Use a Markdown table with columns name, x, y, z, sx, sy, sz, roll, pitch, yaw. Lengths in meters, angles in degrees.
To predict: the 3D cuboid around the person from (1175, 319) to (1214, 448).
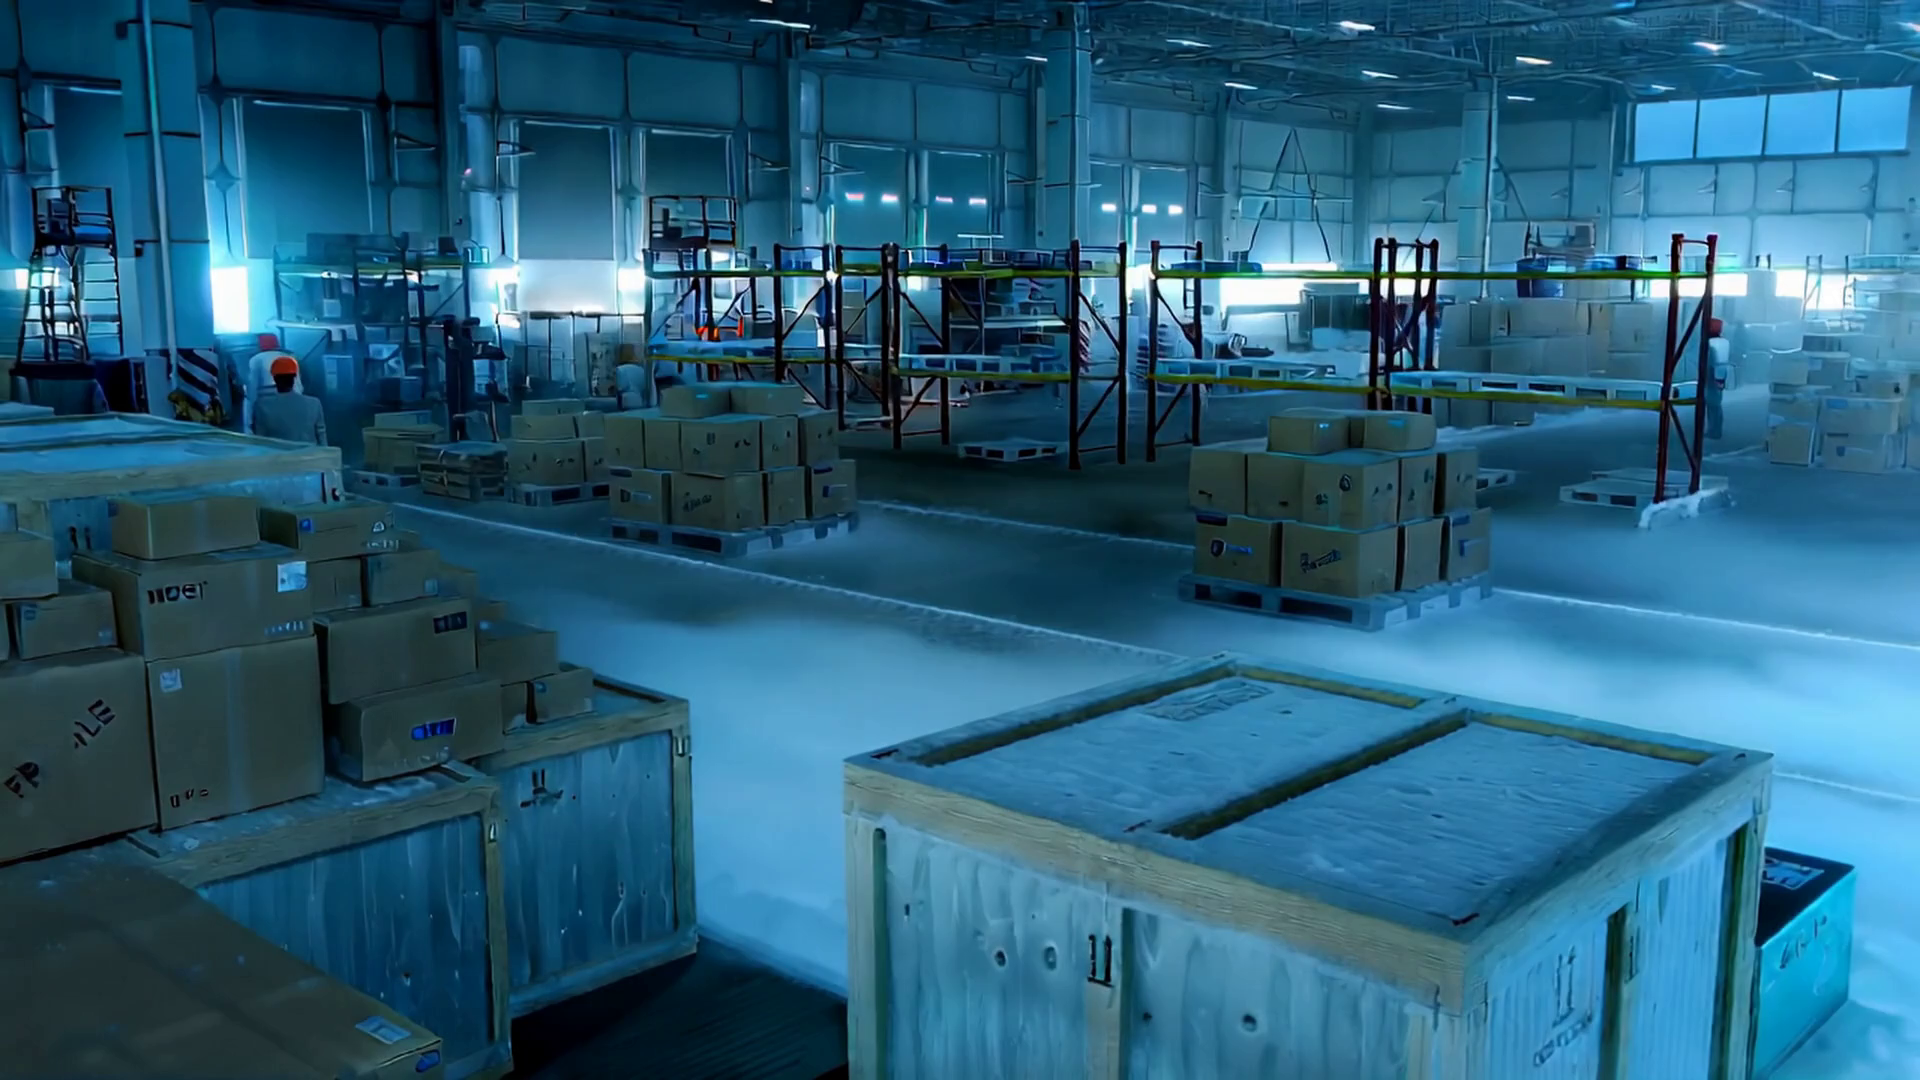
| name | x | y | z | sx | sy | sz | roll | pitch | yaw |
| --- | --- | --- | --- | --- | --- | --- | --- | --- | --- |
| person | 3.491 | -2.322 | 24.685 | 0.650 | 1.927 | 0.606 | -3 | 10 | -19 |

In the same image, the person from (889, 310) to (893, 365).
| name | x | y | z | sx | sy | sz | roll | pitch | yaw |
| --- | --- | --- | --- | --- | --- | --- | --- | --- | --- |
| person | -1.715 | -5.256 | 43.593 | 0.315 | 1.634 | 0.516 | 3 | 10 | 19 |

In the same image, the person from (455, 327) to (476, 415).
| name | x | y | z | sx | sy | sz | roll | pitch | yaw |
| --- | --- | --- | --- | --- | --- | --- | --- | --- | --- |
| person | -8.003 | -2.611 | 26.726 | 0.327 | 1.842 | 0.517 | 3 | 10 | 20 |

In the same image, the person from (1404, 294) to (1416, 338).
| name | x | y | z | sx | sy | sz | roll | pitch | yaw |
| --- | --- | --- | --- | --- | --- | --- | --- | --- | --- |
| person | 14.397 | -6.896 | 52.910 | 0.607 | 1.866 | 0.499 | 0 | 9 | -2 |

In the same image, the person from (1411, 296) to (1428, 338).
| name | x | y | z | sx | sy | sz | roll | pitch | yaw |
| --- | --- | --- | --- | --- | --- | --- | --- | --- | --- |
| person | 13.009 | -5.916 | 46.877 | 0.640 | 1.892 | 1.030 | 4 | 10 | 23 |

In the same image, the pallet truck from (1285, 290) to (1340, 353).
| name | x | y | z | sx | sy | sz | roll | pitch | yaw |
| --- | --- | --- | --- | --- | --- | --- | --- | --- | --- |
| pallet truck | 11.297 | -6.951 | 52.861 | 1.885 | 1.965 | 0.823 | -5 | 11 | -29 |

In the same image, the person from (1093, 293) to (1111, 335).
| name | x | y | z | sx | sy | sz | roll | pitch | yaw |
| --- | --- | --- | --- | --- | --- | --- | --- | --- | --- |
| person | 4.372 | -6.641 | 51.182 | 0.544 | 1.929 | 0.387 | -1 | 9 | -8 |

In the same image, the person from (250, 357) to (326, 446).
| name | x | y | z | sx | sy | sz | roll | pitch | yaw |
| --- | --- | --- | --- | --- | --- | --- | --- | --- | --- |
| person | -5.671 | -0.589 | 14.101 | 0.590 | 1.917 | 0.405 | -4 | 10 | -21 |

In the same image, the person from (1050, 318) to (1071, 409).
| name | x | y | z | sx | sy | sz | roll | pitch | yaw |
| --- | --- | --- | --- | --- | --- | --- | --- | --- | --- |
| person | 1.946 | -3.331 | 31.468 | 0.485 | 1.737 | 0.320 | 2 | 9 | 10 |

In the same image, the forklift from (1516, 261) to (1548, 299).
| name | x | y | z | sx | sy | sz | roll | pitch | yaw |
| --- | --- | --- | --- | --- | --- | --- | --- | --- | --- |
| forklift | 12.923 | -4.937 | 37.813 | 1.873 | 2.768 | 1.129 | 9 | 13 | 43 |

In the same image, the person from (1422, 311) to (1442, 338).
| name | x | y | z | sx | sy | sz | roll | pitch | yaw |
| --- | --- | --- | --- | --- | --- | --- | --- | --- | --- |
| person | 8.551 | -3.249 | 30.407 | 0.570 | 1.913 | 0.407 | -8 | 12 | -42 |

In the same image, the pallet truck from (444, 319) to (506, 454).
| name | x | y | z | sx | sy | sz | roll | pitch | yaw |
| --- | --- | --- | --- | --- | --- | --- | --- | --- | --- |
| pallet truck | -6.981 | -1.942 | 22.150 | 1.885 | 1.965 | 0.823 | 1 | 9 | 9 |

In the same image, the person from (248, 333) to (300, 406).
| name | x | y | z | sx | sy | sz | roll | pitch | yaw |
| --- | --- | --- | --- | --- | --- | --- | --- | --- | --- |
| person | -8.780 | -1.734 | 21.358 | 0.623 | 1.844 | 0.429 | -4 | 10 | -23 |

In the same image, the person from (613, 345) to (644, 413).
| name | x | y | z | sx | sy | sz | roll | pitch | yaw |
| --- | --- | --- | --- | --- | --- | --- | --- | --- | --- |
| person | -4.438 | -1.766 | 22.106 | 0.891 | 1.644 | 0.548 | 6 | 11 | 34 |

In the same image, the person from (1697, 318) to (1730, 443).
| name | x | y | z | sx | sy | sz | roll | pitch | yaw |
| --- | --- | --- | --- | --- | --- | --- | --- | --- | --- |
| person | 11.555 | -2.439 | 25.456 | 0.590 | 1.913 | 0.395 | -8 | 12 | -42 |

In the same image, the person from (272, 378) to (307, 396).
| name | x | y | z | sx | sy | sz | roll | pitch | yaw |
| --- | --- | --- | --- | --- | --- | --- | --- | --- | --- |
| person | -5.746 | -0.586 | 14.670 | 0.897 | 1.724 | 0.522 | -4 | 10 | -22 |
